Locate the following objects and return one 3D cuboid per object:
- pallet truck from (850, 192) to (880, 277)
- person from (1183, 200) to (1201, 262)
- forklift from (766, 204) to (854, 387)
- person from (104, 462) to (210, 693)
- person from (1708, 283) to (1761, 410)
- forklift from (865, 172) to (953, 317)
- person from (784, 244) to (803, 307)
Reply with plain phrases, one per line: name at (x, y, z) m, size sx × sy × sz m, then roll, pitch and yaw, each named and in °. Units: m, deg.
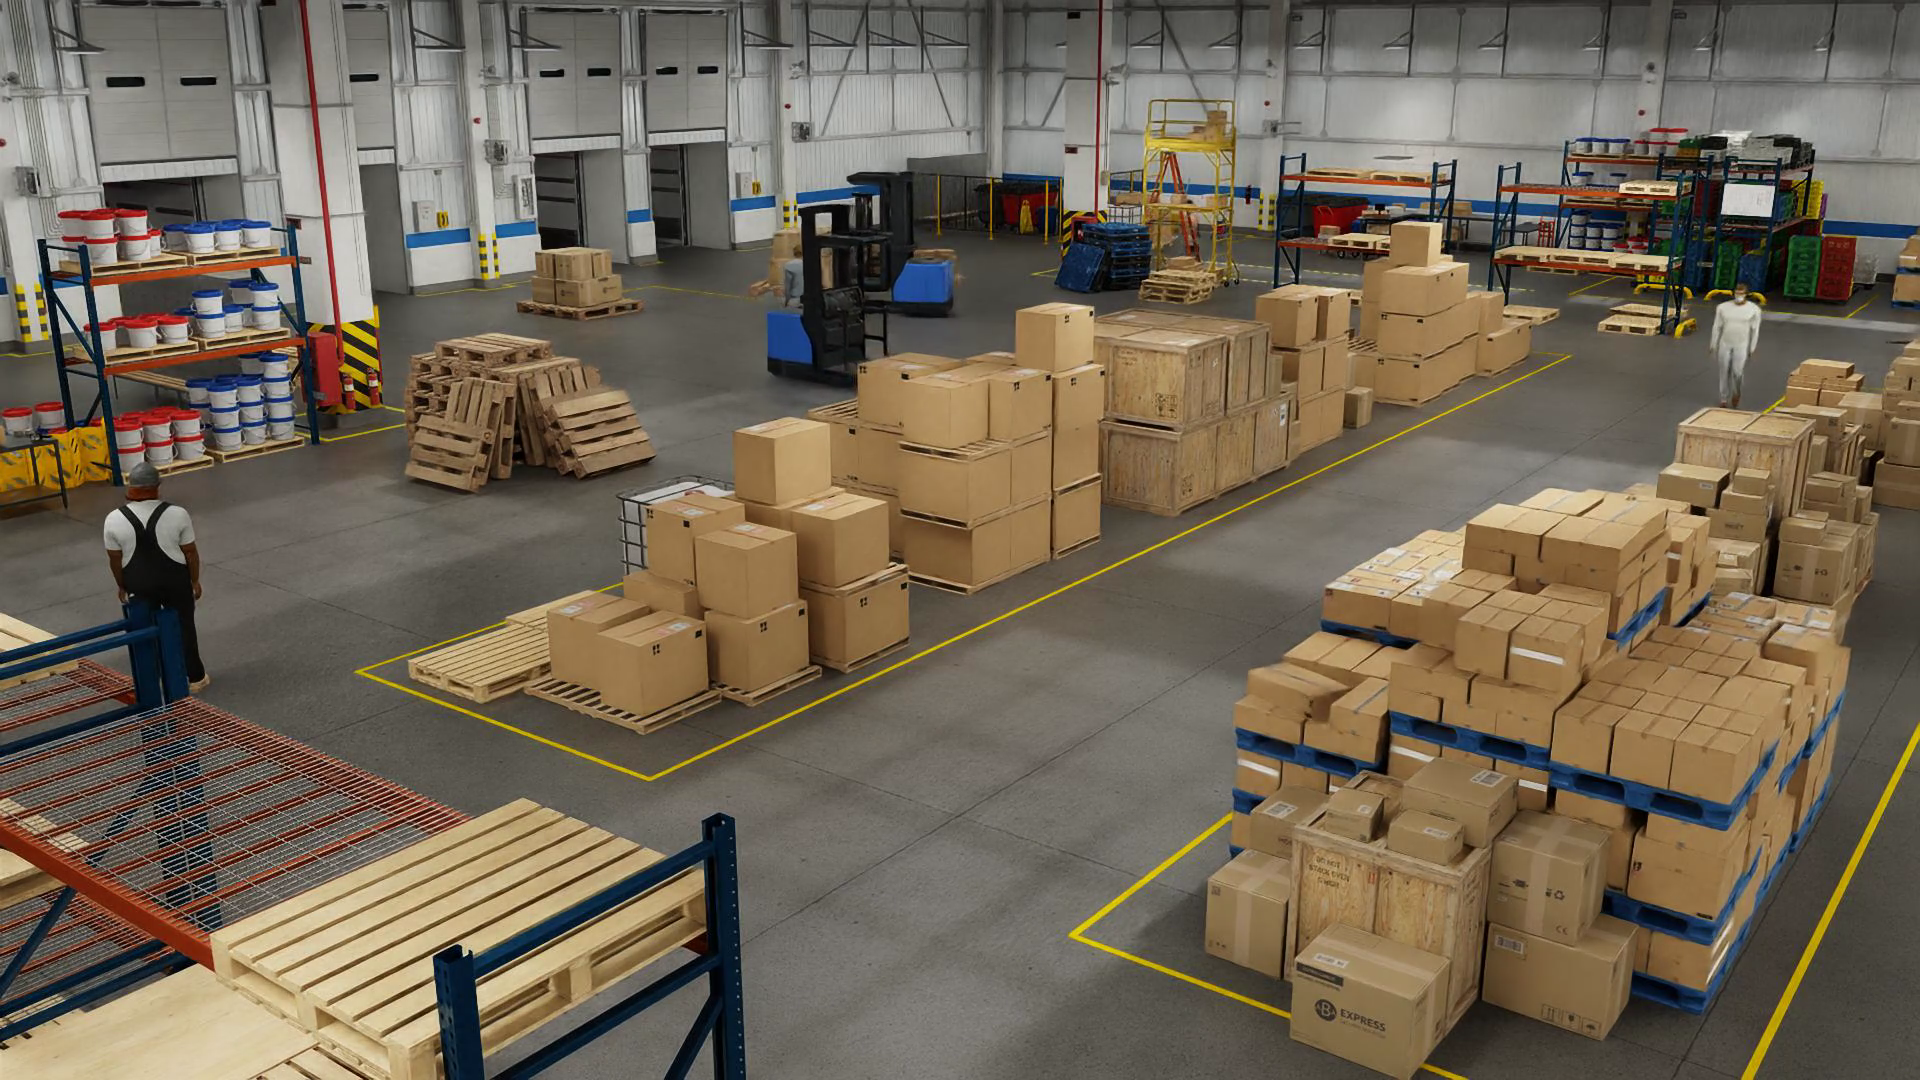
pallet truck at (-1.936, -7.159, 38.982) m, size 1.885 × 1.965 × 0.823 m, roll -12°, pitch 21°, yaw -34°
person at (5.684, -7.428, 40.458) m, size 0.620 × 1.656 × 0.416 m, roll -15°, pitch 23°, yaw -41°
forklift at (-2.203, -4.067, 27.241) m, size 1.873 × 2.768 × 1.129 m, roll 12°, pitch 21°, yaw 35°
person at (-6.809, 0.322, 14.136) m, size 0.688 × 2.000 × 0.536 m, roll -5°, pitch 17°, yaw -15°
person at (11.605, -2.898, 24.997) m, size 0.640 × 1.920 × 0.503 m, roll 11°, pitch 20°, yaw 32°
forklift at (-1.139, -6.005, 33.660) m, size 1.873 × 2.768 × 1.129 m, roll 3°, pitch 17°, yaw 10°
person at (-2.827, -4.309, 29.672) m, size 0.636 × 1.930 × 0.371 m, roll -9°, pitch 19°, yaw -26°
